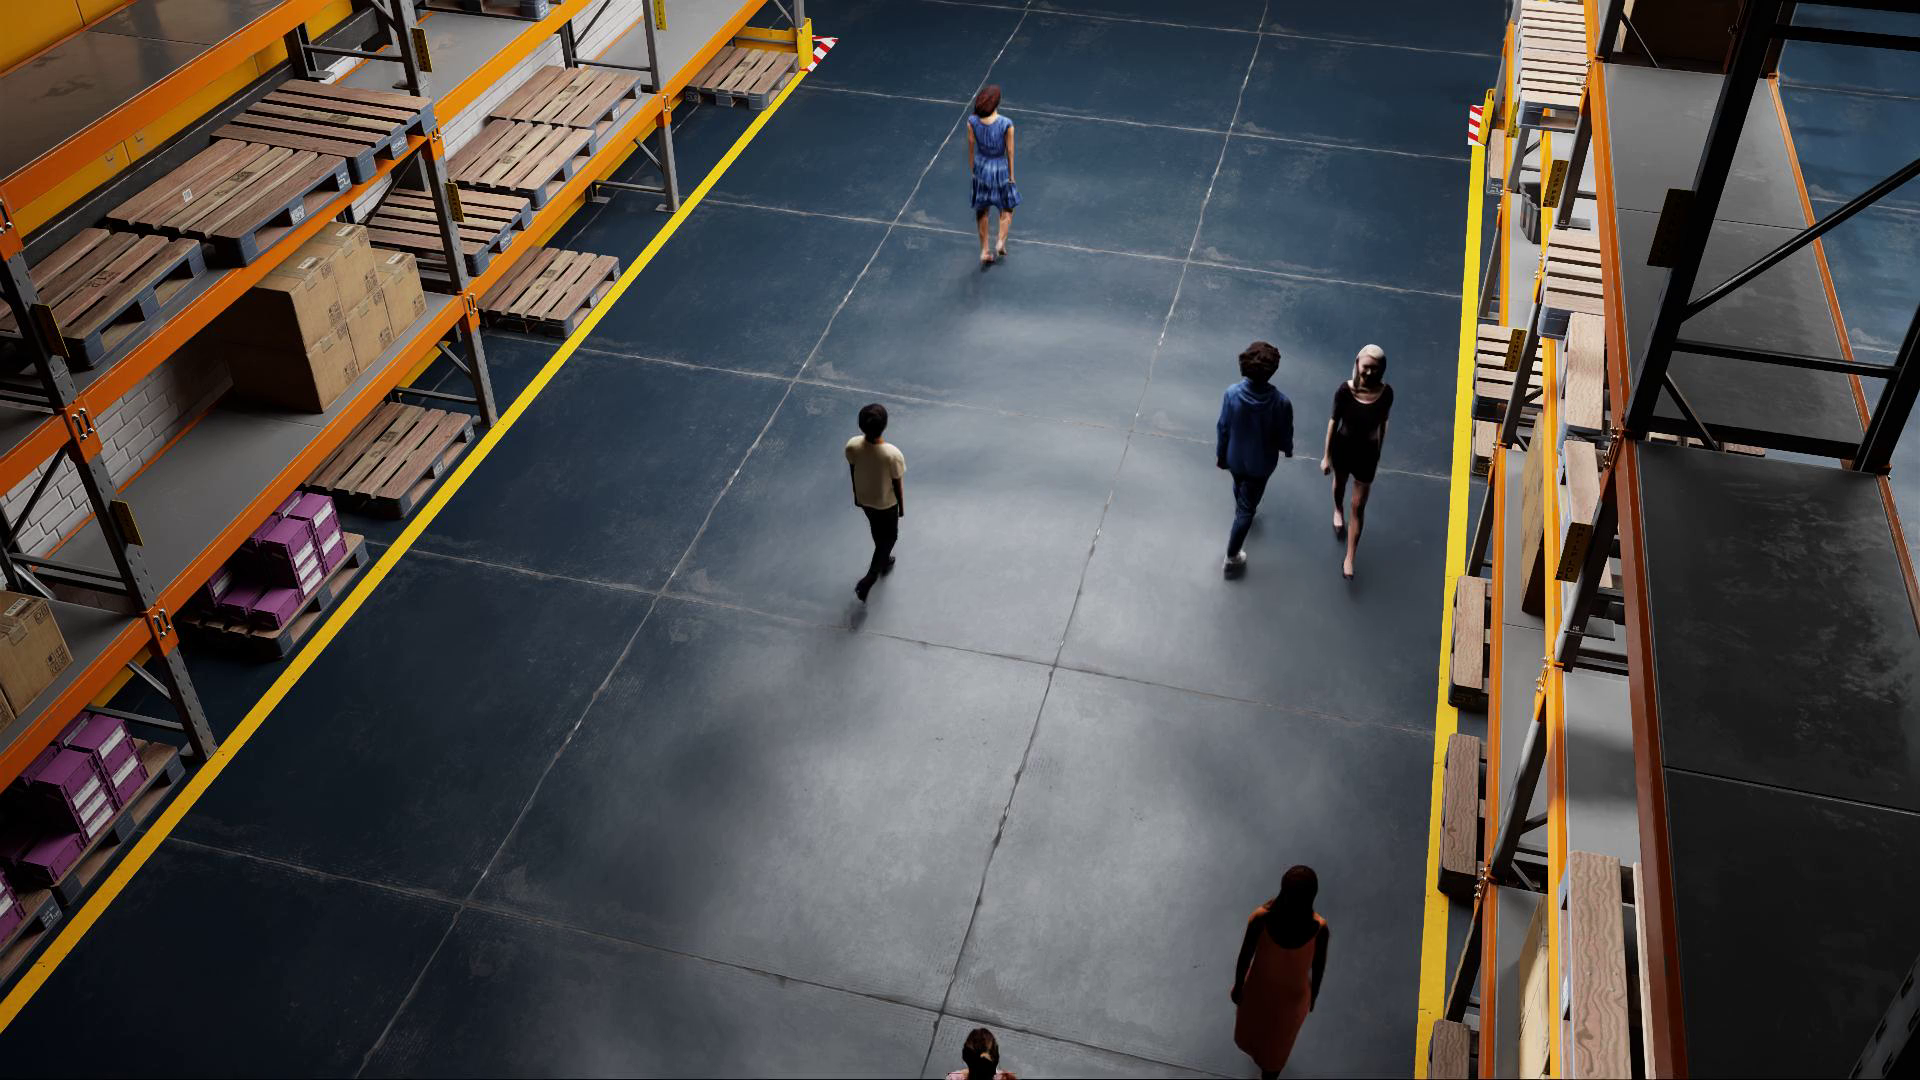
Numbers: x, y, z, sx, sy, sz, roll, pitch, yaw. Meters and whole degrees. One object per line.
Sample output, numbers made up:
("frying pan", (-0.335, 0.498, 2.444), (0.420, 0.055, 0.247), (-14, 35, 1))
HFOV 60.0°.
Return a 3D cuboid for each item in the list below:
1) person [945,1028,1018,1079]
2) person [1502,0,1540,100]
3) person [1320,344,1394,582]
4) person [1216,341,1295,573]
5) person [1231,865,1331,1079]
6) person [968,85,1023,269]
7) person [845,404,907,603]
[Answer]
("person", (0.072, 2.927, 7.899), (0.927, 1.618, 1.124), (-11, 40, -13))
("person", (6.346, -5.754, 18.692), (0.768, 1.714, 0.693), (5, 39, 6))
("person", (2.897, -0.679, 12.287), (0.705, 1.776, 1.185), (4, 39, 5))
("person", (2.091, -0.560, 12.149), (0.909, 1.764, 1.222), (22, 44, 25))
("person", (1.625, 2.263, 8.568), (0.613, 1.821, 0.873), (8, 39, 10))
("person", (0.274, -3.362, 15.633), (0.696, 1.794, 0.726), (13, 40, 16))
("person", (-0.617, -0.249, 11.918), (0.691, 1.566, 0.984), (16, 41, 19))
